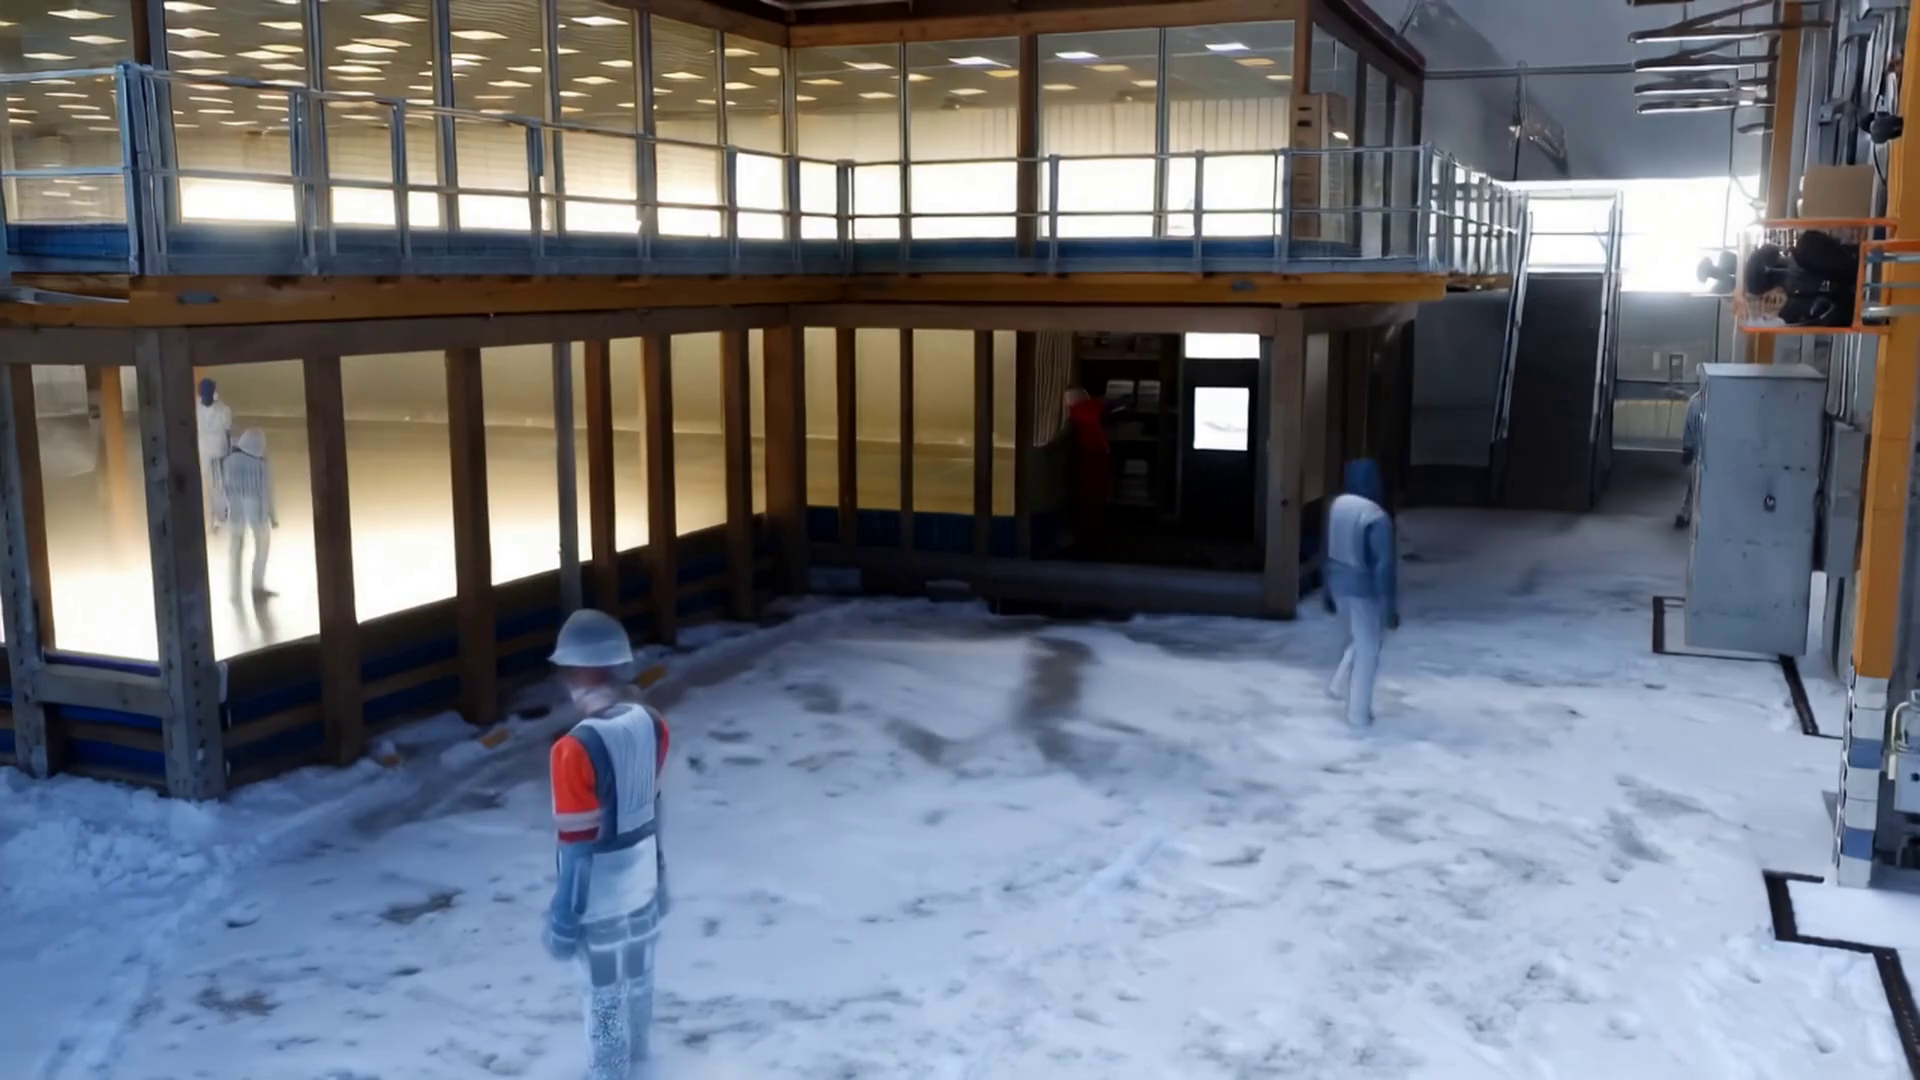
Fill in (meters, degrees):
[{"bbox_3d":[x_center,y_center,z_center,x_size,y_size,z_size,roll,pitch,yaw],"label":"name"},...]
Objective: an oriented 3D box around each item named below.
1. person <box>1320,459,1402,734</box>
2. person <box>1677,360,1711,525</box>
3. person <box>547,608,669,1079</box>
[{"bbox_3d":[2.653,0.377,10.946,0.439,1.829,0.650,-3,10,-17],"label":"person"},{"bbox_3d":[8.935,-1.162,20.010,0.608,1.986,0.407,-5,10,-28],"label":"person"},{"bbox_3d":[-1.213,1.188,5.642,0.357,1.937,0.551,4,10,22],"label":"person"}]
